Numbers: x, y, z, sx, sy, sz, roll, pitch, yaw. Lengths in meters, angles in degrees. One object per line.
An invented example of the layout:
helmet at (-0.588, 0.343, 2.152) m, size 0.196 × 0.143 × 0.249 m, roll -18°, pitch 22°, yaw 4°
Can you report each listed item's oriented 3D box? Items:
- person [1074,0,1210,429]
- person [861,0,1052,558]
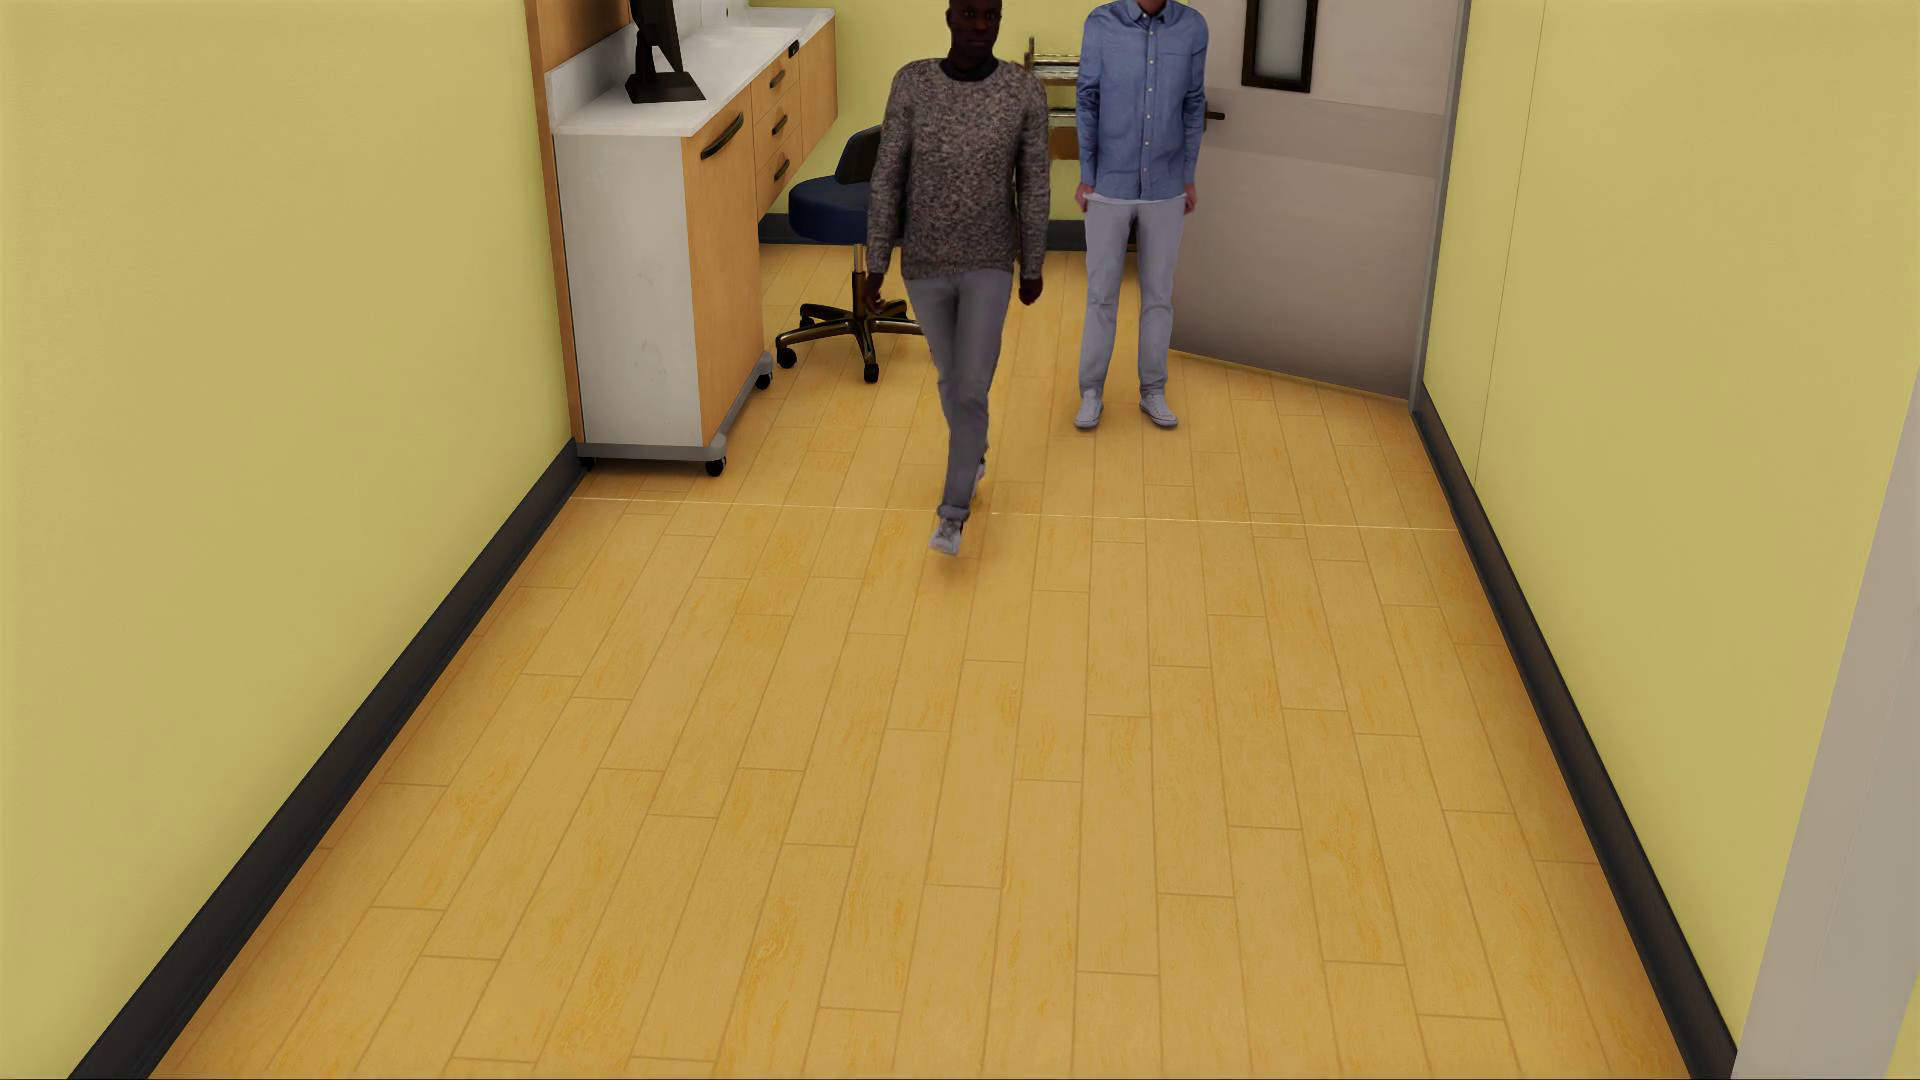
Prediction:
person at (0.667, -1.357, 6.273) m, size 0.552 × 1.888 × 0.738 m, roll -1°, pitch 26°, yaw -3°
person at (0.020, -0.898, 5.434) m, size 1.146 × 1.791 × 0.871 m, roll 6°, pitch 26°, yaw 13°
